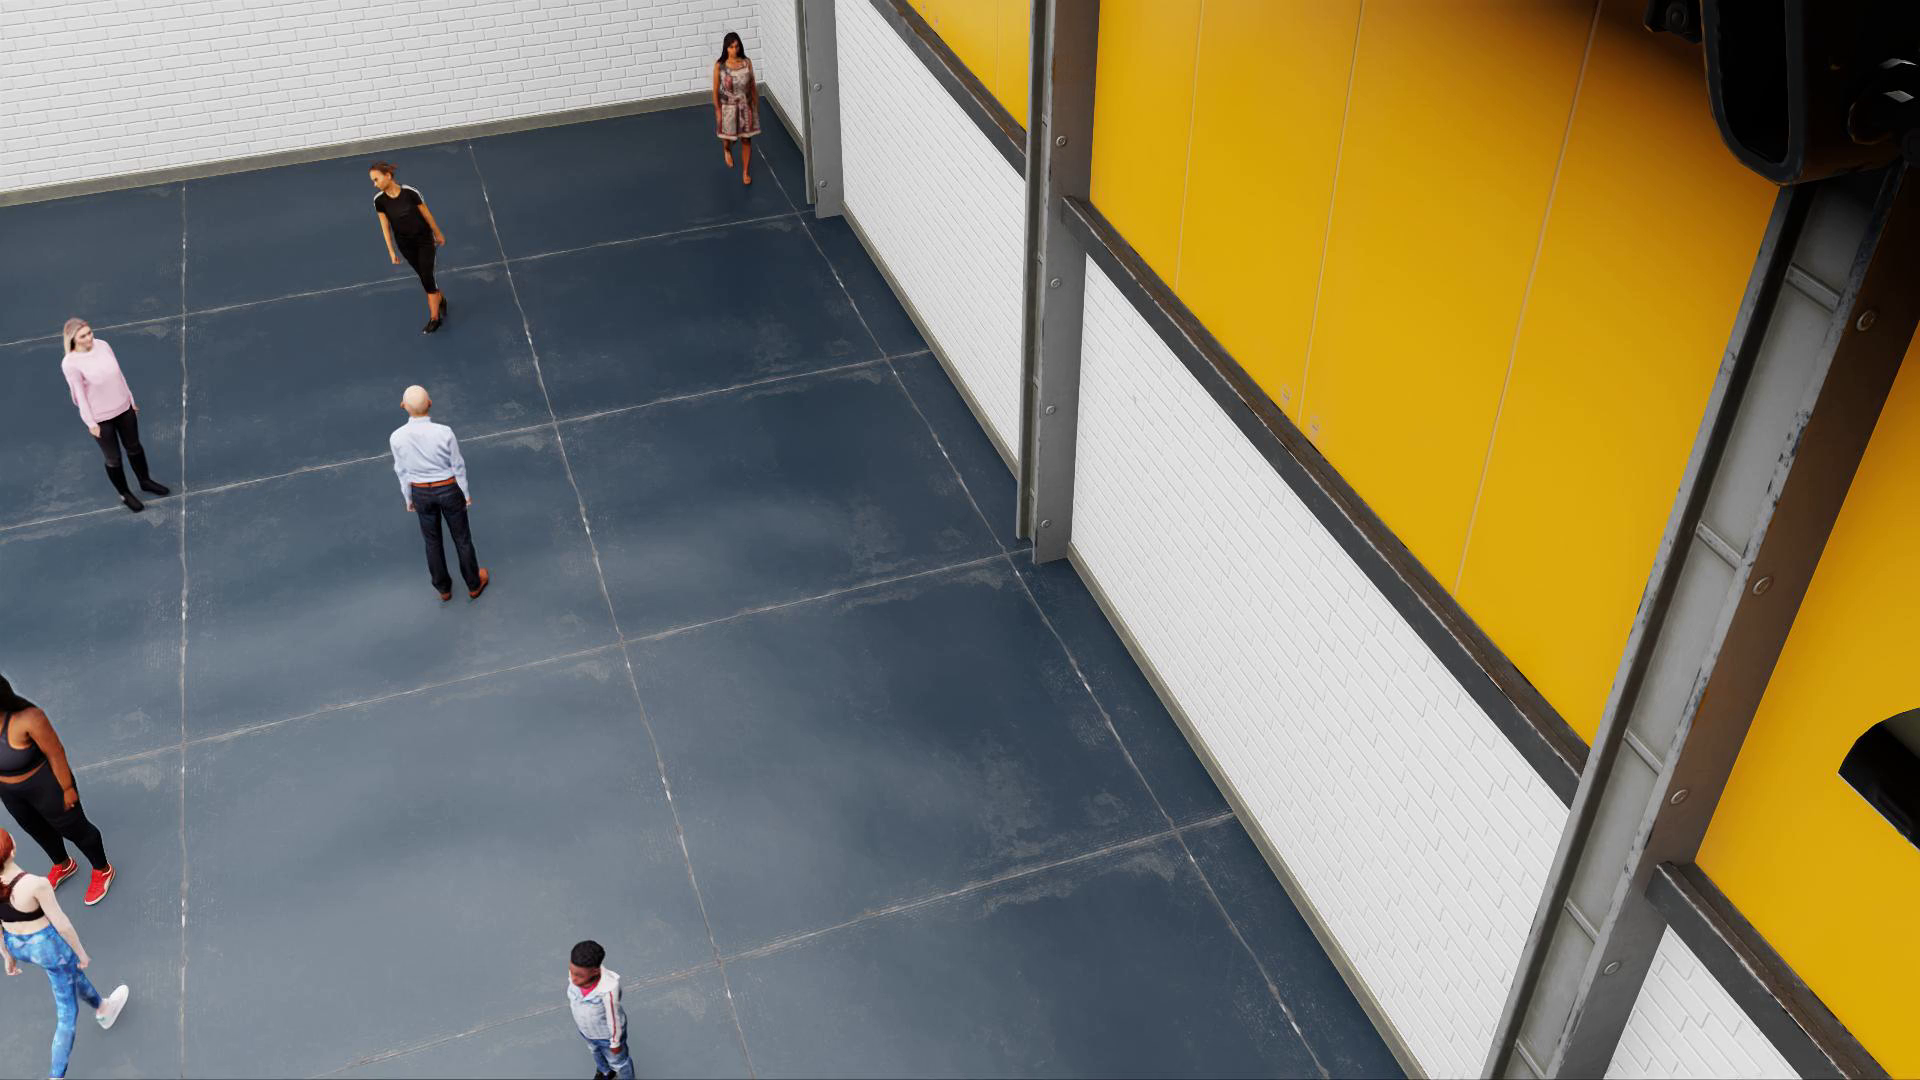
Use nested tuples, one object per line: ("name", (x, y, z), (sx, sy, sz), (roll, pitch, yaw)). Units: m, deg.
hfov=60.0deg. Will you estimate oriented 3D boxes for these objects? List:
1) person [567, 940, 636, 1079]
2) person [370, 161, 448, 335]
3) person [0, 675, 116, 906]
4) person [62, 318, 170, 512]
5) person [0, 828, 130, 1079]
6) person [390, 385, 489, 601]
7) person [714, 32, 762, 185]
("person", (-1.900, 2.551, 8.840), (0.554, 1.259, 0.625), (24, 44, 27))
("person", (-4.928, -2.740, 15.172), (0.866, 1.624, 0.998), (-4, 39, -5))
("person", (-5.453, 1.430, 9.798), (0.784, 1.815, 0.796), (7, 39, 8))
("person", (-6.643, -1.004, 12.948), (0.743, 1.686, 0.685), (17, 42, 20))
("person", (-4.872, 2.274, 8.795), (0.866, 1.748, 1.250), (0, 39, 1))
("person", (-3.766, -0.323, 12.013), (0.687, 1.790, 0.639), (-4, 39, -5))
("person", (-2.357, -4.564, 17.447), (0.633, 1.636, 0.776), (-13, 40, -15))
